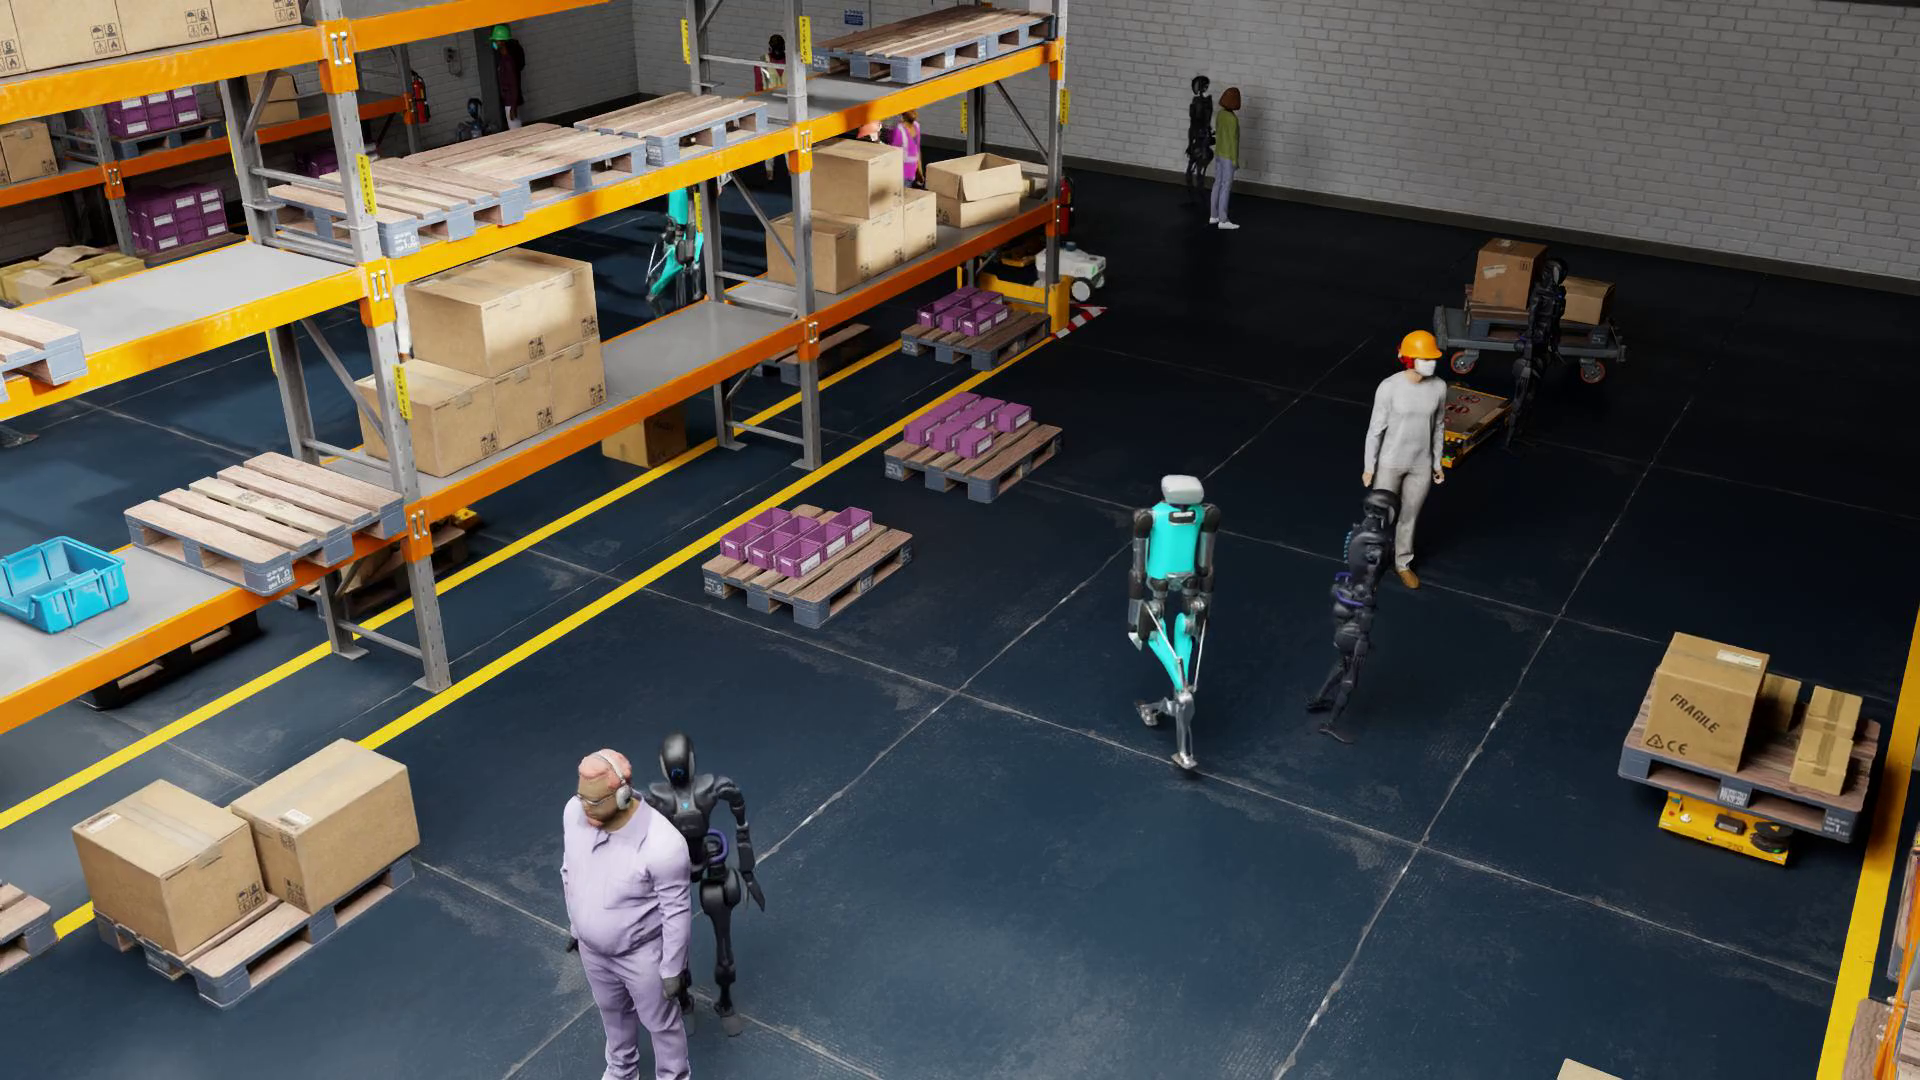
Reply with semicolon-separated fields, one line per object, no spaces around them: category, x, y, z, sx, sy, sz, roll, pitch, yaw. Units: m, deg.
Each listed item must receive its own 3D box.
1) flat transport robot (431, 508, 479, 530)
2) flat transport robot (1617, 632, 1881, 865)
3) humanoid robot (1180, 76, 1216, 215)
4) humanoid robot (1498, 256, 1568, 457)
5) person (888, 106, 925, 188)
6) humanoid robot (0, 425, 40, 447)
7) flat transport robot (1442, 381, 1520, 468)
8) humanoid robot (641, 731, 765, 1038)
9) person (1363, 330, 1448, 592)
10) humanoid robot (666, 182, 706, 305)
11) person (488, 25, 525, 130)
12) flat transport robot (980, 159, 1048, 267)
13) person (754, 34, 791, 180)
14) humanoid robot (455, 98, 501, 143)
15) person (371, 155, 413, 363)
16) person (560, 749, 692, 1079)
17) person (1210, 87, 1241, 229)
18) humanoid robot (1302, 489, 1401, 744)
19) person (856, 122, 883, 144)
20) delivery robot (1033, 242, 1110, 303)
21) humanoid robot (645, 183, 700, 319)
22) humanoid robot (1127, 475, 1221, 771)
flat transport robot;-4.310;-0.014;12.225;0.659;0.231;1.431;16;31;29
flat transport robot;4.516;1.333;9.572;0.659;0.231;1.431;16;31;28
humanoid robot;2.914;-4.739;20.001;0.354;1.649;0.604;-6;28;-12
humanoid robot;4.733;-1.518;13.617;0.315;1.657;0.599;24;35;39
person;-0.648;-4.049;18.487;0.678;1.806;0.526;13;29;23
humanoid robot;-8.154;-1.399;13.396;0.533;1.784;1.024;17;32;31
flat transport robot;4.180;-0.992;14.152;0.659;0.231;1.431;20;33;34
humanoid robot;-1.197;1.565;7.557;0.610;1.644;0.335;-7;28;-14
person;3.061;-0.543;11.469;0.580;1.897;0.341;-4;27;-8
humanoid robot;-2.764;-3.169;16.921;0.536;1.879;0.694;3;27;6
person;-5.763;-5.635;21.446;0.422;1.949;0.501;-8;28;-16
flat transport robot;0.344;-3.368;18.834;1.431;0.231;0.659;20;33;34
person;-2.320;-5.582;21.460;0.624;1.843;0.430;-7;28;-14
humanoid robot;-5.445;-4.251;19.047;0.589;1.636;0.704;-2;27;-4
person;-5.353;-2.668;15.705;0.631;1.848;1.091;-8;28;-15
person;-1.427;1.707;7.027;0.650;1.905;0.406;15;30;27
person;3.138;-4.488;19.530;0.287;1.633;0.497;-8;28;-15
humanoid robot;2.302;0.417;9.821;0.409;1.639;0.604;3;27;7
person;-0.810;-3.647;17.777;0.563;1.717;0.605;-4;27;-8
delivery robot;1.175;-2.816;17.450;0.812;0.611;0.499;13;30;24
humanoid robot;-2.838;-2.681;15.952;0.768;1.880;0.529;-18;32;-31
humanoid robot;1.292;0.547;9.551;0.559;1.755;1.043;-8;28;-15
